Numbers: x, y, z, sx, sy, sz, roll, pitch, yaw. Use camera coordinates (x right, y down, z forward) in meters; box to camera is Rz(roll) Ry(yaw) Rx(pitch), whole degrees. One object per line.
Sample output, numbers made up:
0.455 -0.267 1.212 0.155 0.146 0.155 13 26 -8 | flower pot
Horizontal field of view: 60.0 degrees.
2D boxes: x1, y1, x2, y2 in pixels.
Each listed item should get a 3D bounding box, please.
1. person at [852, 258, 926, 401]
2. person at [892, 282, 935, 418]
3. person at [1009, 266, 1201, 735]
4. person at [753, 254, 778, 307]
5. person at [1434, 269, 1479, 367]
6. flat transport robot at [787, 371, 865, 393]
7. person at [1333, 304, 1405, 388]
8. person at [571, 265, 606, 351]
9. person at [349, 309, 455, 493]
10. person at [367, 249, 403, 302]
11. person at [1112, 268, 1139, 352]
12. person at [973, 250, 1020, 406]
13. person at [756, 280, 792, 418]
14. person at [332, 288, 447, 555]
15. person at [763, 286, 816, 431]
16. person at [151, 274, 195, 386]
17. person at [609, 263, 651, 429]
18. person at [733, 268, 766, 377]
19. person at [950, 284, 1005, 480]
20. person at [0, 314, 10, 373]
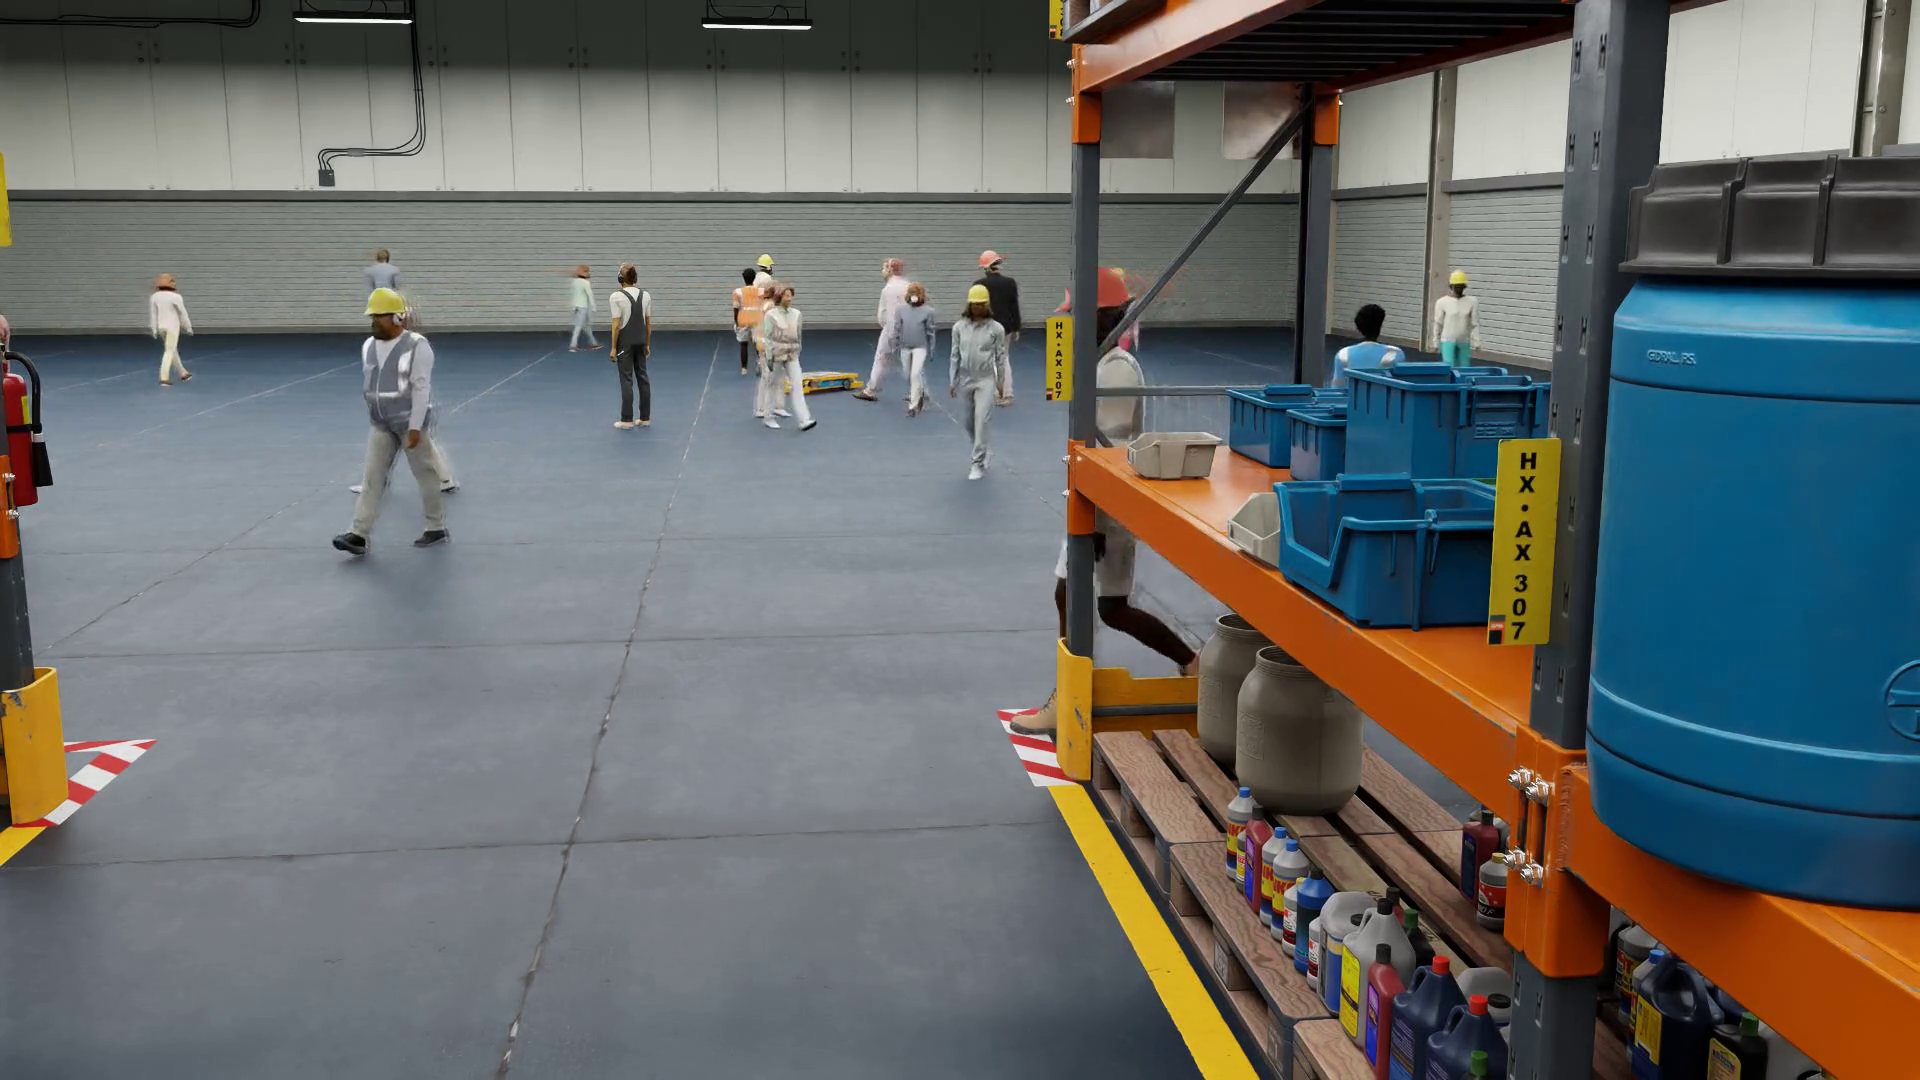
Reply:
-0.890 -2.716 21.575 0.990 1.850 0.663 4 11 19 | person
-0.526 -2.291 19.907 0.506 1.605 0.700 4 11 19 | person
0.695 -0.140 7.009 0.870 2.021 0.610 -1 10 -4 | person
-3.235 -3.857 27.878 0.404 1.837 0.593 -6 12 -29 | person
6.020 -2.422 20.252 0.539 1.744 0.592 0 10 0 | person
-2.018 -2.196 23.062 0.652 0.197 1.431 7 12 34 | flat transport robot
2.917 -0.863 11.955 0.524 1.670 0.844 7 13 35 | person
-6.991 -4.344 31.200 0.842 1.591 0.515 -8 13 -38 | person
-4.622 -1.161 13.756 0.856 1.592 0.532 -2 11 -12 | person
-10.736 -4.461 30.980 0.635 1.918 0.708 3 11 14 | person
1.912 -2.528 20.845 0.861 1.726 0.552 -9 13 -40 | person
0.450 -2.672 21.041 0.640 1.959 0.658 -5 11 -24 | person
-2.175 -2.237 19.568 0.550 1.614 0.532 -3 11 -15 | person
-3.832 -0.787 11.179 0.593 1.785 0.915 4 11 20 | person
-1.920 -1.994 18.309 0.539 1.587 0.877 -8 13 -38 | person
-11.379 -3.041 24.081 0.503 1.594 0.841 3 11 18 | person
-3.667 -2.152 18.505 0.343 1.846 0.507 10 14 44 | person
-3.188 -3.316 25.388 0.539 1.673 0.768 -2 11 -13 | person
0.174 -1.432 14.906 0.488 1.718 0.781 3 11 17 | person
-7.235 -1.021 12.125 0.411 1.913 0.643 4 11 21 | person
